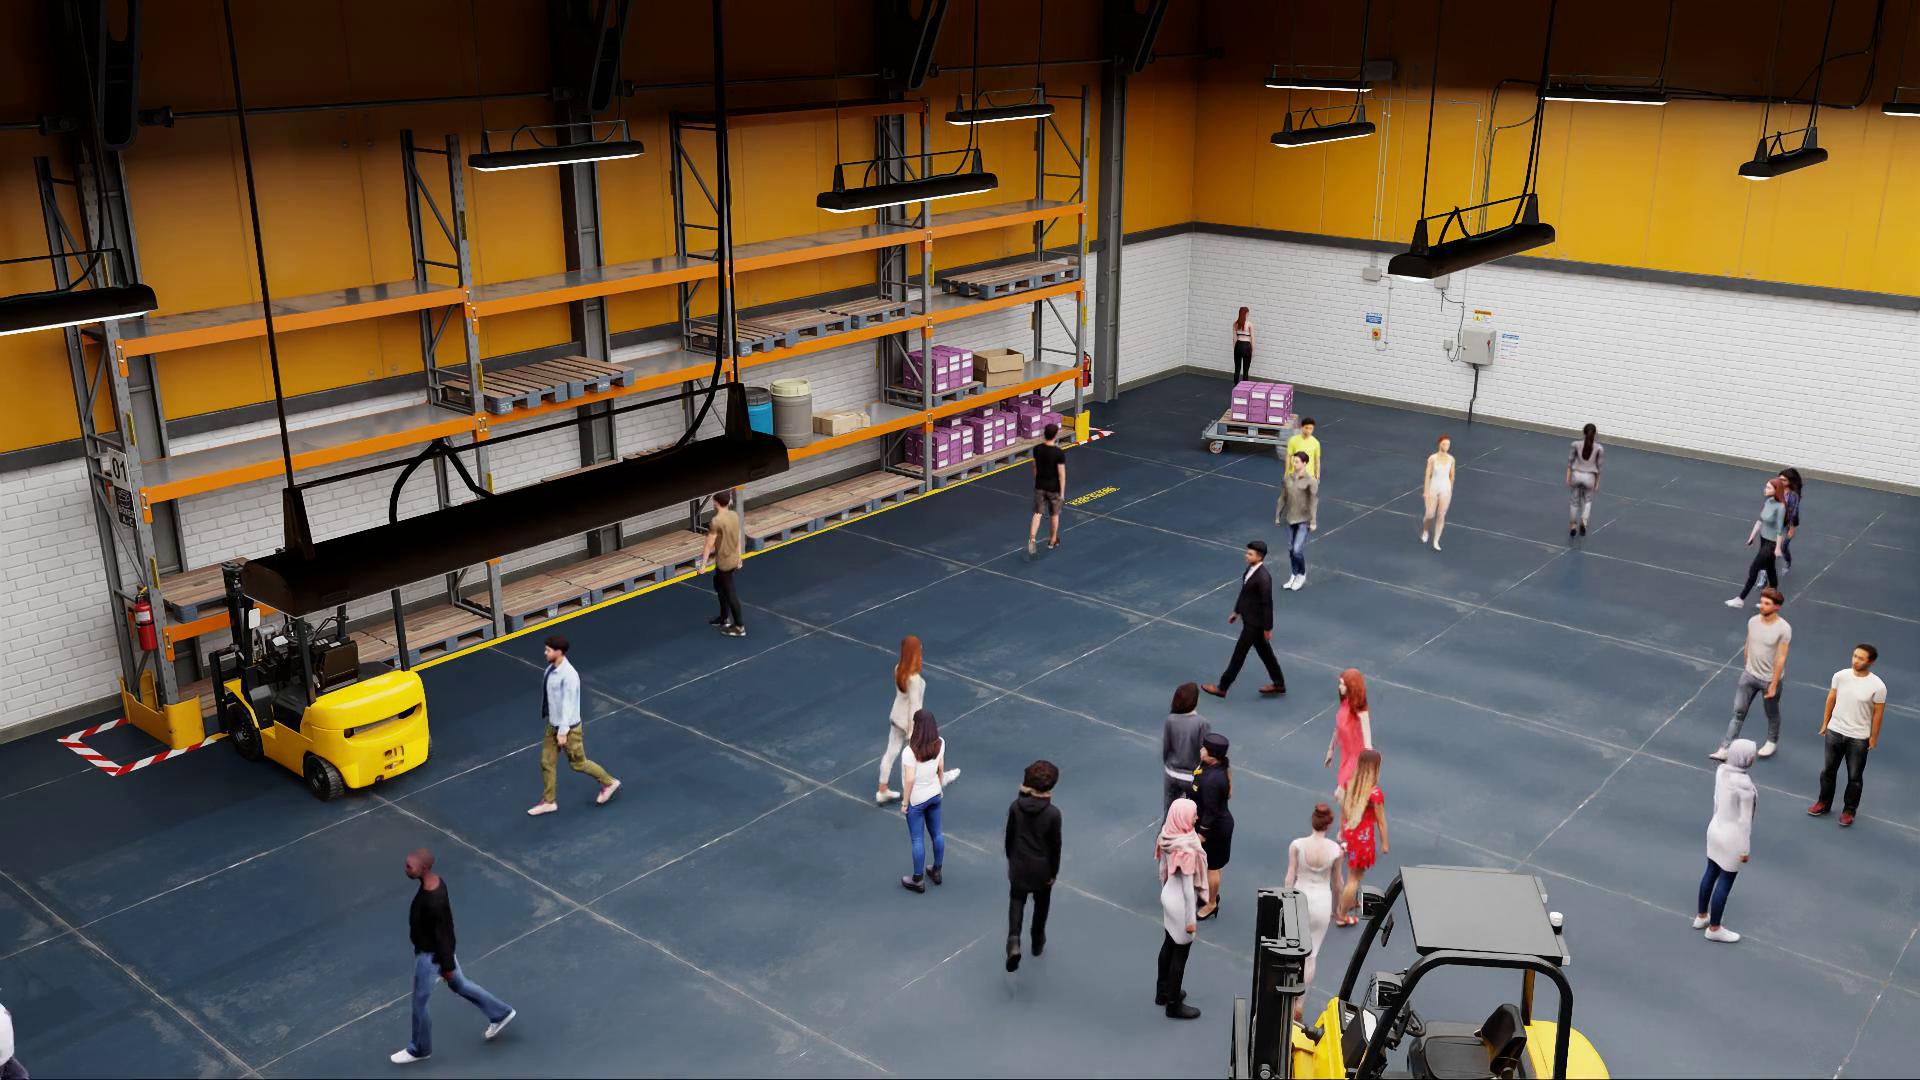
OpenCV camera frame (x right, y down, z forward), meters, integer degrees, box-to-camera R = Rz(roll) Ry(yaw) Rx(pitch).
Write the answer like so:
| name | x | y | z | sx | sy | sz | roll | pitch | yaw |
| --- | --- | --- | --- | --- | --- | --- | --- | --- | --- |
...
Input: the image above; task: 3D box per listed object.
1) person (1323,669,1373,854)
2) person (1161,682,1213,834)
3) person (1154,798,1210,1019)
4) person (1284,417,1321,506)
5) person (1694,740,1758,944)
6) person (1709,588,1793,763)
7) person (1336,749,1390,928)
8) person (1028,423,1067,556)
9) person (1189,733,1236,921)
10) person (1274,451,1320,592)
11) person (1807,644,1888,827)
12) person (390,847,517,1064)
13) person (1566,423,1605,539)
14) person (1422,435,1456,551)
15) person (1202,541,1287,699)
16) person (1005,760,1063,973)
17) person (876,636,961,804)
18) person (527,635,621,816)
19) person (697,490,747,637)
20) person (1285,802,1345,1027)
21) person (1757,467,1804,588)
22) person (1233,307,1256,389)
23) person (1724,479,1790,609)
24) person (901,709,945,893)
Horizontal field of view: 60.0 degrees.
| name | x | y | z | sx | sy | sz | roll | pitch | yaw |
| --- | --- | --- | --- | --- | --- | --- | --- | --- | --- |
| person | 3.649 | 2.013 | 15.080 | 0.842 | 1.805 | 0.803 | -3 | 19 | -10 |
| person | 1.962 | 2.166 | 14.774 | 0.813 | 1.710 | 1.187 | 9 | 21 | 25 |
| person | 1.678 | 2.800 | 12.745 | 0.767 | 1.803 | 0.734 | -5 | 19 | -14 |
| person | 4.943 | -0.975 | 24.115 | 0.797 | 1.702 | 0.840 | 2 | 19 | 5 |
| person | 6.342 | 2.470 | 13.767 | 0.743 | 1.776 | 0.694 | -2 | 19 | -5 |
| person | 8.205 | 1.391 | 16.866 | 1.258 | 1.843 | 0.872 | -12 | 22 | -33 |
| person | 3.274 | 2.521 | 13.931 | 0.779 | 1.576 | 0.699 | -8 | 20 | -23 |
| person | 1.172 | -0.702 | 23.080 | 0.890 | 1.844 | 1.180 | 8 | 20 | 22 |
| person | 2.132 | 2.422 | 14.075 | 0.847 | 1.671 | 0.715 | 6 | 19 | 16 |
| person | 4.495 | -0.271 | 21.784 | 0.703 | 1.855 | 0.779 | -15 | 24 | -37 |
| person | 8.408 | 1.810 | 15.688 | 0.571 | 1.801 | 0.666 | -16 | 25 | -40 |
| person | -3.756 | 3.017 | 12.242 | 1.218 | 1.713 | 0.987 | -6 | 20 | -18 |
| person | 8.871 | -0.819 | 23.710 | 0.696 | 1.663 | 0.690 | 7 | 20 | 21 |
| person | 6.702 | -0.691 | 23.371 | 0.720 | 1.637 | 0.779 | 0 | 19 | 0 |
| person | 3.347 | 0.899 | 18.357 | 1.265 | 1.824 | 1.239 | -1 | 19 | -2 |
| person | 0.567 | 2.636 | 13.313 | 0.911 | 1.751 | 1.122 | 5 | 19 | 14 |
| person | -0.595 | 1.774 | 16.004 | 1.162 | 1.668 | 0.802 | -12 | 22 | -31 |
| person | -3.683 | 1.767 | 15.849 | 1.204 | 1.779 | 0.870 | -13 | 23 | -34 |
| person | -2.752 | 0.290 | 20.155 | 0.905 | 1.832 | 0.867 | 6 | 20 | 17 |
| person | 2.625 | 2.870 | 12.607 | 0.744 | 1.759 | 0.907 | 4 | 19 | 12 |
| person | 10.819 | -0.173 | 21.896 | 1.038 | 1.597 | 0.718 | -15 | 24 | -38 |
| person | 5.422 | -3.617 | 31.897 | 0.614 | 1.741 | 0.565 | 11 | 22 | 30 |
| person | 10.284 | 0.076 | 20.963 | 0.978 | 1.721 | 0.968 | 1 | 19 | 4 |
| person | -0.318 | 2.270 | 14.506 | 0.507 | 1.685 | 0.693 | -16 | 24 | -39 |
